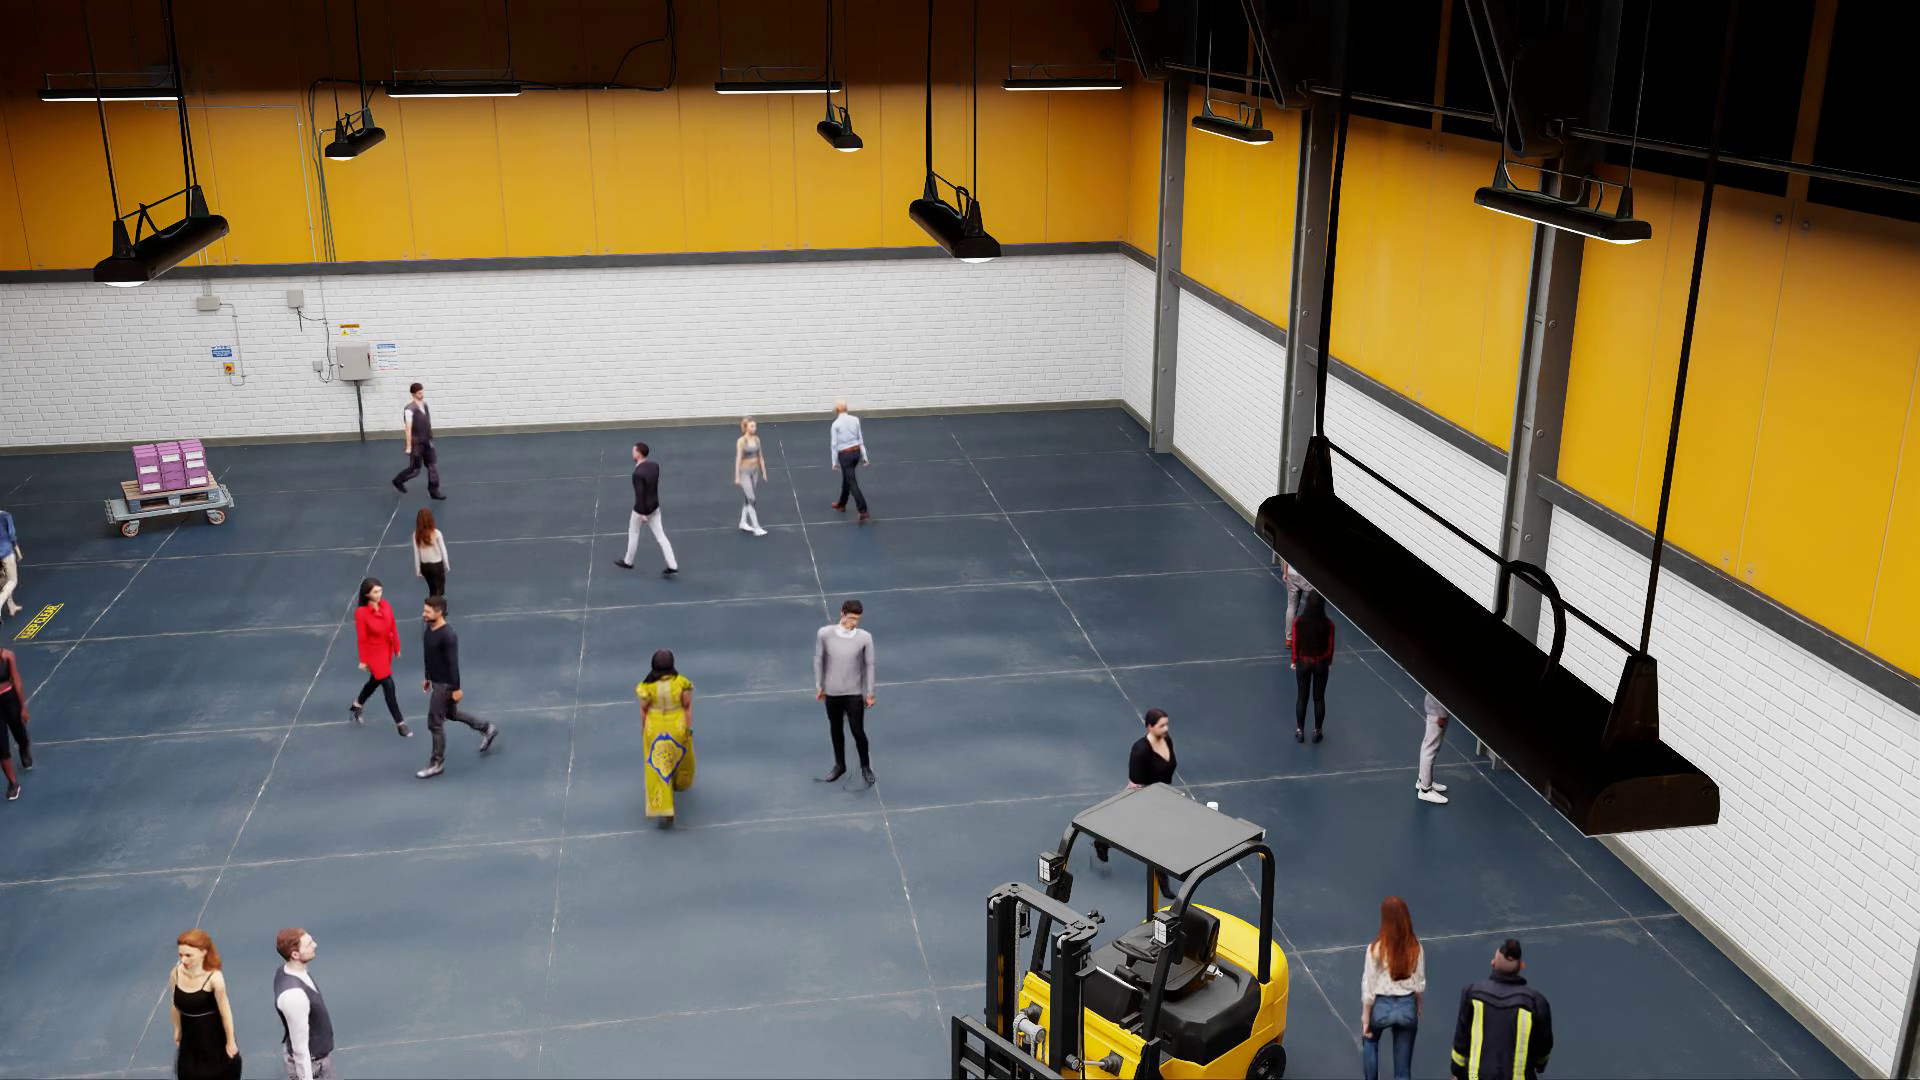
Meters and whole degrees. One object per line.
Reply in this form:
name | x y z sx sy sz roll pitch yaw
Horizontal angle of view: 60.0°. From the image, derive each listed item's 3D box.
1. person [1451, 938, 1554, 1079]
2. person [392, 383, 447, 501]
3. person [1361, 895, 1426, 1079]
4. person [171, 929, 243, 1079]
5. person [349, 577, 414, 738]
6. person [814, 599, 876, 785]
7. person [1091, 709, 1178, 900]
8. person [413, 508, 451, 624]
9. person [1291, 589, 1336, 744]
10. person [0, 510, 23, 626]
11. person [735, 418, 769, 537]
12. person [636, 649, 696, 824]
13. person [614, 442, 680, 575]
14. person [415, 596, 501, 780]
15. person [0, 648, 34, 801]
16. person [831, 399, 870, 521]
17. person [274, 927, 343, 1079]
person | 3.445 3.396 10.601 1.056 1.844 1.162 8 20 23
person | -8.241 -1.476 25.111 1.113 1.817 1.153 6 20 17
person | 2.928 3.252 11.246 0.703 1.707 0.768 2 19 7
person | -5.045 3.319 11.179 0.718 1.623 0.727 4 19 12
person | -6.123 1.208 17.316 1.094 1.706 1.128 9 21 25
person | -1.143 1.459 16.258 0.871 1.905 0.807 9 21 25
person | 1.529 2.223 14.275 1.062 1.723 1.230 -17 25 -41
person | -6.437 0.353 20.225 0.701 1.470 0.934 2 19 6
person | 3.635 1.298 17.129 0.649 1.655 0.623 3 19 10
person | -11.735 0.230 20.274 0.739 1.672 1.071 0 19 0
person | -3.059 -0.918 23.672 1.042 1.679 0.934 16 25 40
person | -2.740 1.853 15.558 0.901 1.607 1.396 -6 20 -18
person | -4.026 -0.366 21.857 1.231 1.791 1.217 11 21 29
person | -5.047 1.407 16.518 1.071 1.838 1.213 -14 23 -35
person | -9.261 1.593 16.117 0.745 1.742 1.025 -8 20 -22
person | -1.567 -1.123 24.190 1.115 1.737 1.333 -15 24 -38
person | -4.252 3.343 10.633 0.813 1.925 0.709 -9 21 -26
